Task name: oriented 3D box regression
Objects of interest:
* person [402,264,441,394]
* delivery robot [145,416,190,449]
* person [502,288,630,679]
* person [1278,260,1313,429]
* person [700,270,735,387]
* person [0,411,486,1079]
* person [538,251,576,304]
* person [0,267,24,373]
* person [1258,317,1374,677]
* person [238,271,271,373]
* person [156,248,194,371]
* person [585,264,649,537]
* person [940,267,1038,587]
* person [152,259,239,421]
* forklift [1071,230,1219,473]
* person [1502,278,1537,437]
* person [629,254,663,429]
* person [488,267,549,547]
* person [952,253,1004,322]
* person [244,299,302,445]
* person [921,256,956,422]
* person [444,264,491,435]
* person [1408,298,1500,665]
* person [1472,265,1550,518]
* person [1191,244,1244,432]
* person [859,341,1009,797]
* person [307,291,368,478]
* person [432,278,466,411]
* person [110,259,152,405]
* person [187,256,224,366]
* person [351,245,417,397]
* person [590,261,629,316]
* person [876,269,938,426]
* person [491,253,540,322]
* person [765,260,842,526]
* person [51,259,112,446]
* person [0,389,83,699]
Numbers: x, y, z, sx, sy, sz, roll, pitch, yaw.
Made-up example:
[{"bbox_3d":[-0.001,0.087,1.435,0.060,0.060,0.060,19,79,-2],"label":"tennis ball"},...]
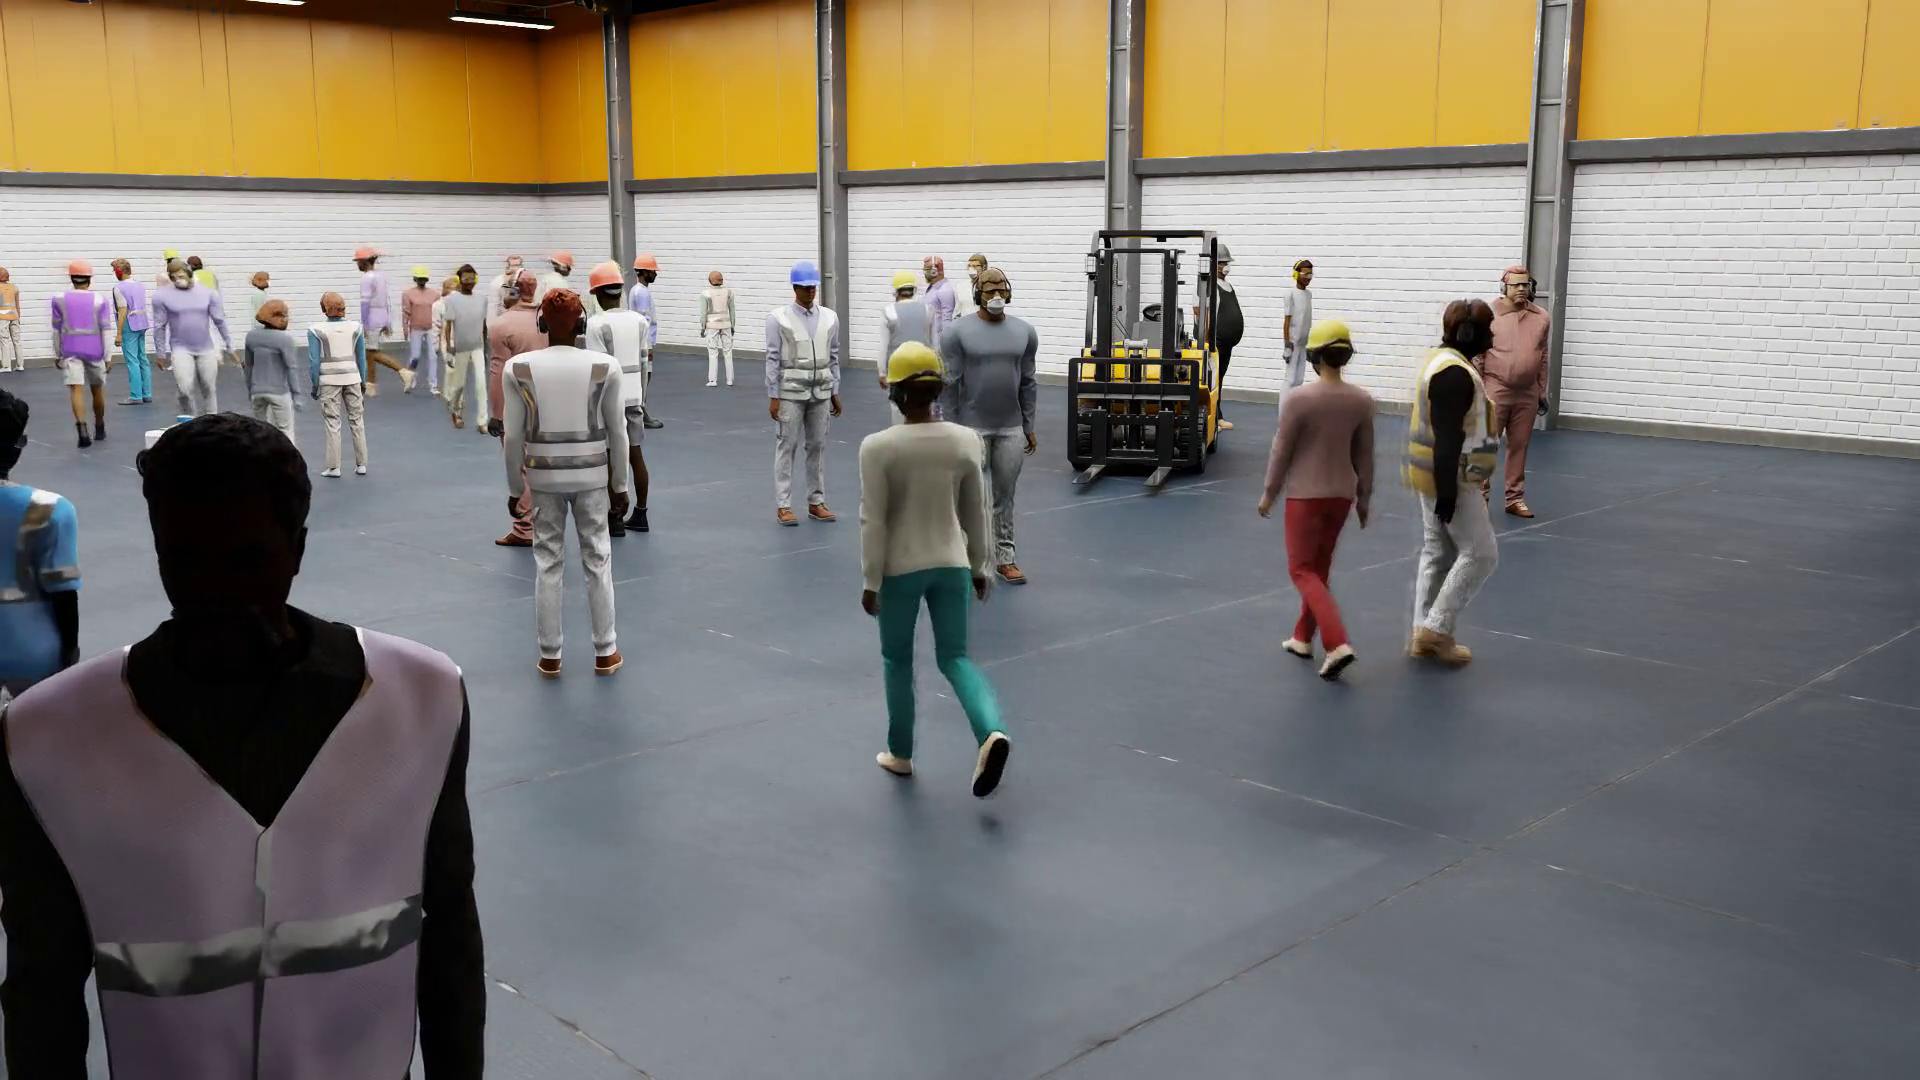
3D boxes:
[{"bbox_3d":[-7.283,-2.849,22.498,0.531,1.750,0.667,-7,12,-33],"label":"person"},{"bbox_3d":[-6.776,-0.846,14.555,0.707,0.478,0.477,5,12,27],"label":"delivery robot"},{"bbox_3d":[-1.890,-0.267,8.029,0.587,1.882,0.342,-2,11,-11],"label":"person"},{"bbox_3d":[3.704,-2.121,18.189,0.319,1.865,0.521,9,14,41],"label":"person"},{"bbox_3d":[-3.411,-2.974,23.458,0.514,1.640,0.309,-5,11,-25],"label":"person"},{"bbox_3d":[-0.936,0.775,2.256,0.595,1.915,0.371,-6,12,-30],"label":"person"},{"bbox_3d":[-5.148,-2.725,21.327,0.944,1.926,0.637,-7,13,-34],"label":"person"},{"bbox_3d":[-14.875,-3.429,25.935,0.309,1.641,0.514,4,11,19],"label":"person"},{"bbox_3d":[1.766,-0.217,8.128,0.528,1.739,0.751,-5,11,-24],"label":"person"},{"bbox_3d":[-10.299,-3.140,24.435,0.564,1.615,0.504,-3,11,-18],"label":"person"},{"bbox_3d":[-12.379,-3.636,26.285,0.376,1.925,0.596,9,14,42],"label":"person"},{"bbox_3d":[-2.459,-0.985,11.826,0.374,1.928,0.543,8,13,37],"label":"person"},{"bbox_3d":[0.187,-0.682,10.142,0.631,1.940,0.372,-4,11,-20],"label":"person"},{"bbox_3d":[-7.749,-1.898,16.891,0.760,1.891,0.520,-6,12,-31],"label":"person"},{"bbox_3d":[1.804,-1.825,15.677,1.214,2.155,2.313,2,11,13],"label":"forklift"},{"bbox_3d":[5.922,-1.930,17.627,0.318,1.691,0.534,3,11,18],"label":"person"},{"bbox_3d":[-3.473,-2.192,18.420,0.391,1.929,0.540,-3,11,-15],"label":"person"},{"bbox_3d":[-2.999,-0.911,11.467,0.408,1.913,0.644,7,12,32],"label":"person"},{"bbox_3d":[0.179,-2.108,17.920,0.632,1.940,0.372,7,12,33],"label":"person"},{"bbox_3d":[-5.783,-1.226,14.018,0.570,1.606,0.328,3,11,18],"label":"person"},{"bbox_3d":[-0.276,-2.166,18.338,0.403,1.904,0.637,-3,11,-18],"label":"person"},{"bbox_3d":[-5.364,-2.079,18.060,0.528,1.842,0.916,-7,12,-33],"label":"person"},{"bbox_3d":[2.456,-0.278,8.246,0.466,1.824,0.659,2,11,13],"label":"person"},{"bbox_3d":[4.146,-1.106,12.539,0.651,1.906,0.403,-2,11,-9],"label":"person"},{"bbox_3d":[2.829,-2.203,18.157,0.535,2.000,0.673,6,12,31],"label":"person"},{"bbox_3d":[-0.094,0.121,6.337,0.540,1.740,0.749,-5,11,-25],"label":"person"},{"bbox_3d":[-5.484,-1.367,14.700,0.513,1.639,0.307,-9,14,-41],"label":"person"},{"bbox_3d":[-6.131,-2.374,20.269,0.503,1.615,0.552,-9,13,-39],"label":"person"},{"bbox_3d":[-10.448,-2.620,20.983,0.389,1.837,0.563,1,10,4],"label":"person"},{"bbox_3d":[-12.514,-3.754,27.307,0.987,1.784,0.638,4,11,21],"label":"person"},{"bbox_3d":[-7.598,-2.856,21.809,0.820,2.010,0.621,0,10,-2],"label":"person"},{"bbox_3d":[-4.419,-2.602,20.943,0.608,1.815,0.663,8,13,36],"label":"person"},{"bbox_3d":[-0.494,-1.622,15.581,0.611,1.821,0.488,-4,11,-22],"label":"person"},{"bbox_3d":[-5.919,-2.887,22.304,0.670,1.887,0.445,-6,12,-29],"label":"person"},{"bbox_3d":[-1.145,-1.084,12.310,0.606,1.946,0.406,-7,12,-32],"label":"person"},{"bbox_3d":[-8.977,-1.920,17.032,0.560,1.902,0.961,-5,11,-24],"label":"person"},{"bbox_3d":[-2.993,0.369,5.152,0.528,1.668,0.799,-2,11,-11],"label":"person"}]
